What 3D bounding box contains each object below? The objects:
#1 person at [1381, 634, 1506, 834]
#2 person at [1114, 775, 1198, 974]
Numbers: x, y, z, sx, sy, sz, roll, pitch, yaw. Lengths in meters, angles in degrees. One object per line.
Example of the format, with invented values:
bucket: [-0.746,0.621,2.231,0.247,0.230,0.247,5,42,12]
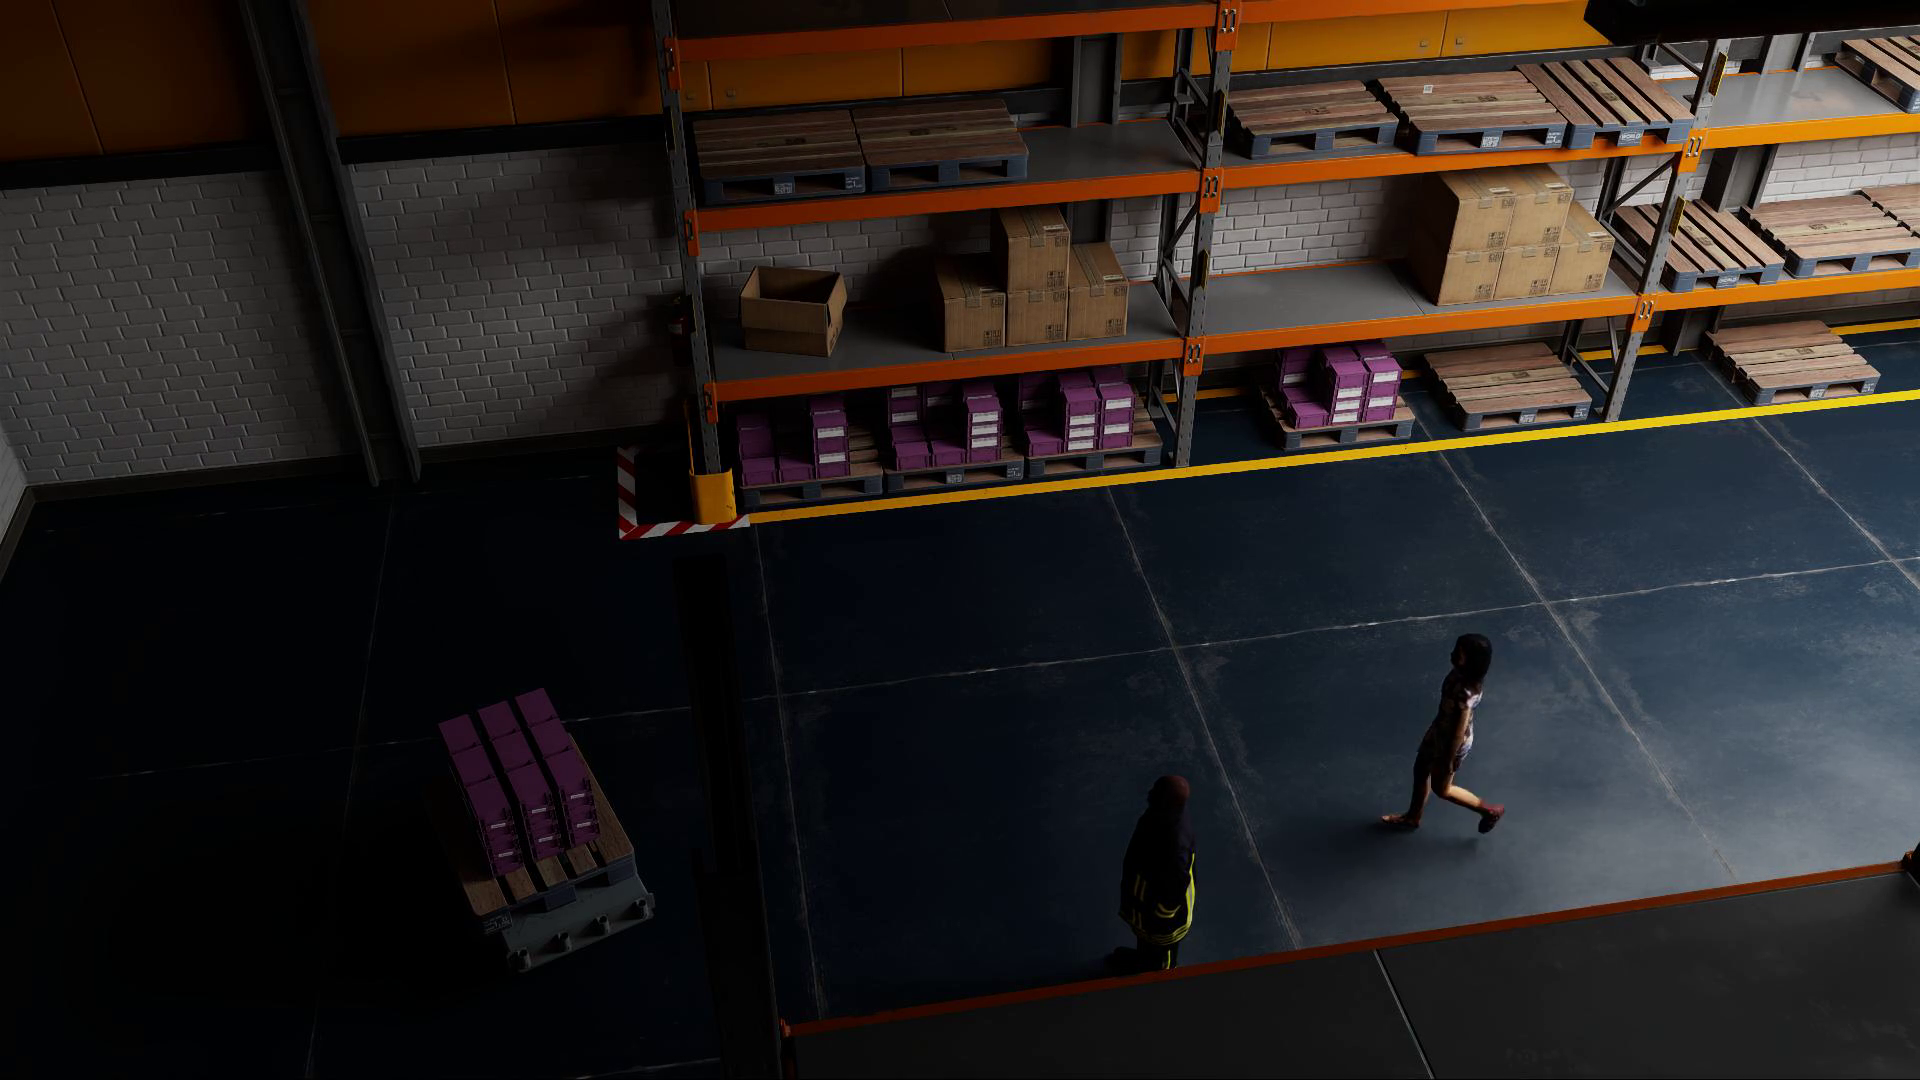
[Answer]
person: [3.219,1.284,10.649,1.057,1.715,0.802,6,39,7]
person: [1.165,1.999,9.668,0.728,1.823,0.791,0,39,0]
